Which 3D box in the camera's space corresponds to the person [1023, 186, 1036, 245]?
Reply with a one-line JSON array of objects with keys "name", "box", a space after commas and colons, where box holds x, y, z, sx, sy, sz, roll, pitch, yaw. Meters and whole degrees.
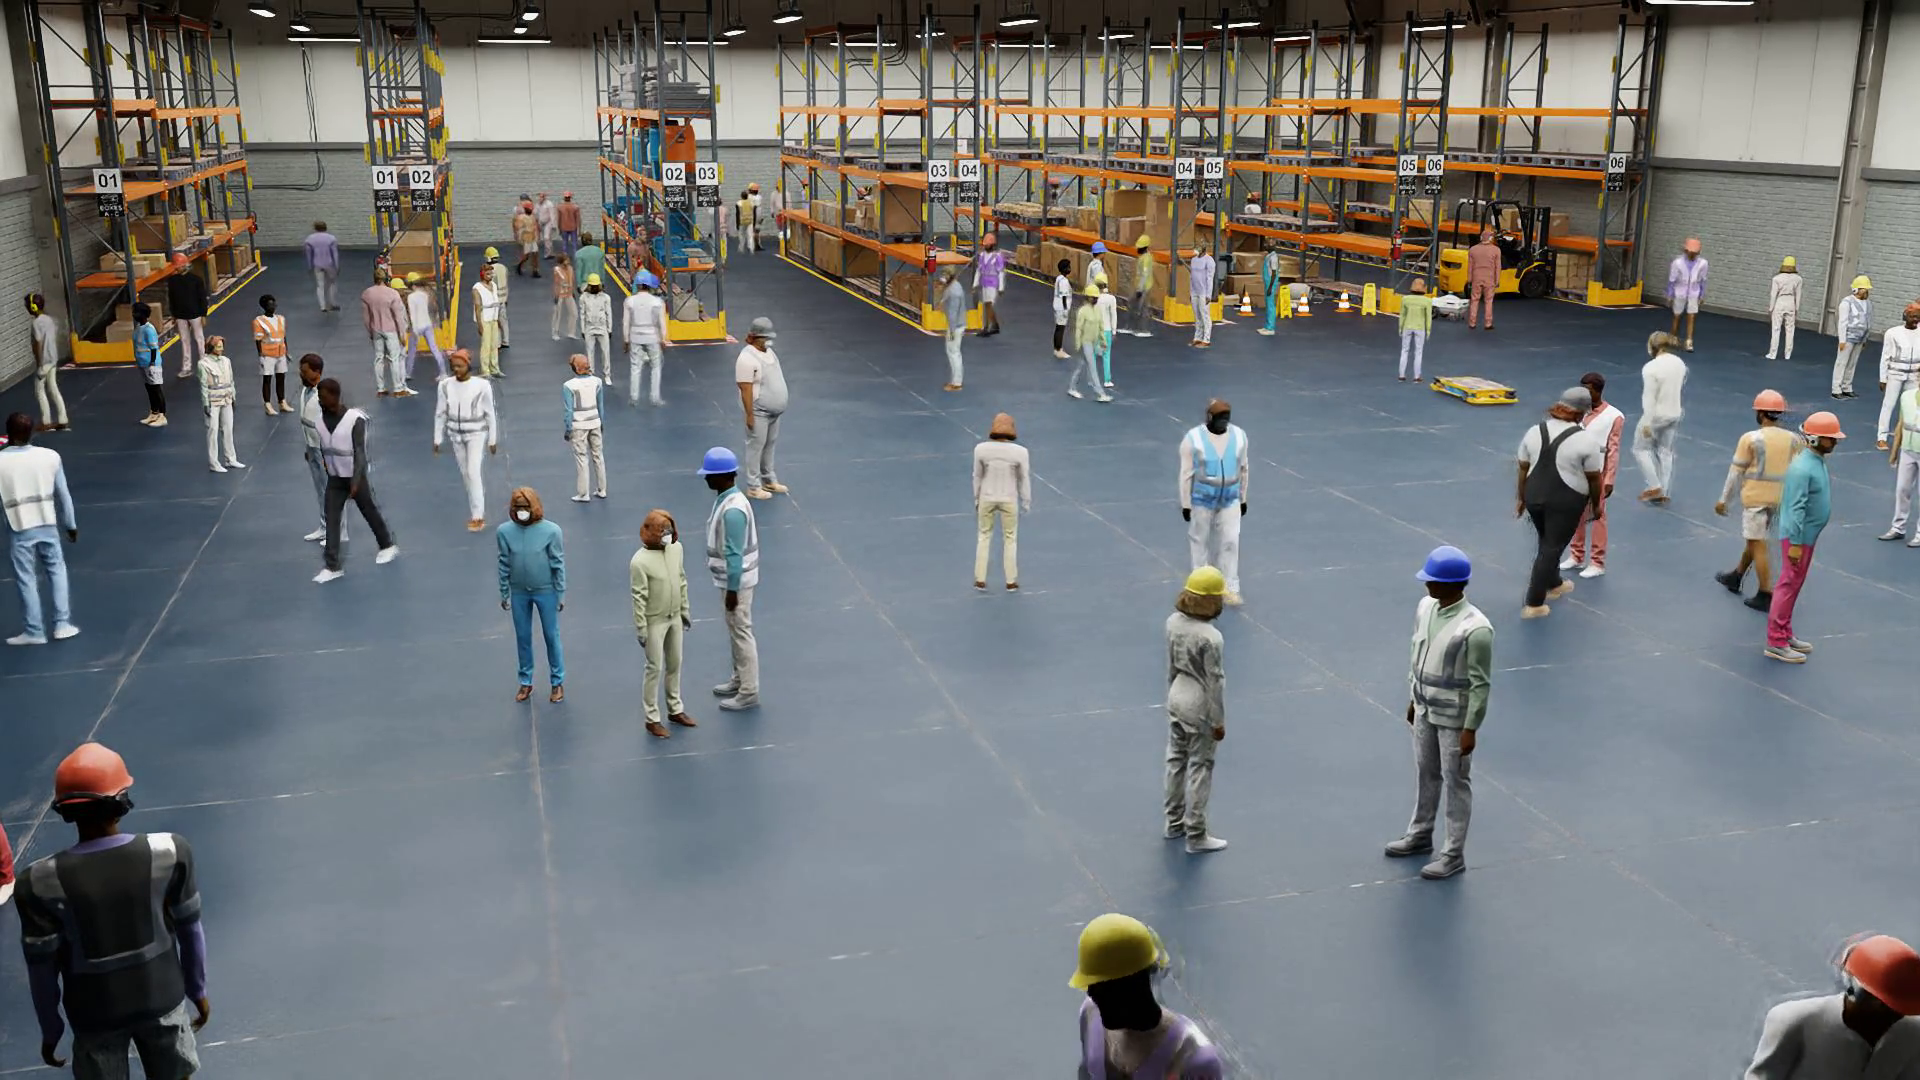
[{"name": "person", "box": [2.024, -9.423, 48.572, 0.398, 1.949, 0.604, -2, 15, -7]}]

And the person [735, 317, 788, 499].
[{"name": "person", "box": [-2.180, -1.483, 18.516, 0.535, 2.000, 0.685, 5, 16, 20]}]

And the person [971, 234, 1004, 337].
[{"name": "person", "box": [0.555, -4.779, 31.197, 0.727, 1.911, 0.558, -13, 20, -41]}]

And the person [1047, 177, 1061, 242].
[{"name": "person", "box": [2.886, -9.990, 50.560, 0.420, 2.023, 0.619, -2, 15, -7]}]

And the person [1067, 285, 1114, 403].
[{"name": "person", "box": [1.922, -2.892, 24.437, 0.929, 1.714, 0.536, 13, 20, 40]}]

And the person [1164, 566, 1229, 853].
[{"name": "person", "box": [1.407, 0.991, 9.799, 0.316, 1.732, 0.485, -8, 17, -28]}]

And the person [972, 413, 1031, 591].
[{"name": "person", "box": [0.363, -0.328, 14.972, 0.560, 1.623, 0.399, 1, 15, 5]}]

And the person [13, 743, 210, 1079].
[{"name": "person", "box": [-3.191, 1.753, 6.342, 0.609, 2.040, 0.394, -9, 18, -31]}]

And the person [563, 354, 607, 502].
[{"name": "person", "box": [-4.142, -1.235, 18.356, 0.311, 1.637, 0.522, 12, 19, 39]}]

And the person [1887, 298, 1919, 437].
[{"name": "person", "box": [12.539, -2.249, 21.772, 0.571, 1.845, 0.382, -9, 17, -31]}]

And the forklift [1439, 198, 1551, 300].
[{"name": "forklift", "box": [11.913, -6.508, 37.130, 2.313, 2.155, 1.214, -4, 15, -15]}]

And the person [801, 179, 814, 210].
[{"name": "person", "box": [-4.766, -10.290, 51.872, 0.380, 1.928, 0.543, 11, 18, 34]}]

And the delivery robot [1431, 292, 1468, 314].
[{"name": "delivery robot", "box": [9.868, -4.757, 33.505, 0.477, 0.478, 0.707, -12, 19, -39]}]

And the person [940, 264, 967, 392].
[{"name": "person", "box": [-0.103, -3.240, 25.345, 0.400, 1.928, 0.722, -1, 15, -4]}]

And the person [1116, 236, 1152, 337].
[{"name": "person", "box": [3.241, -4.723, 31.013, 0.728, 1.882, 0.617, 0, 15, -2]}]

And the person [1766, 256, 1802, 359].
[{"name": "person", "box": [14.083, -3.968, 28.439, 0.488, 1.743, 0.319, 2, 15, 9]}]

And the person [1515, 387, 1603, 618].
[{"name": "person", "box": [5.215, -0.373, 14.339, 1.023, 2.000, 0.697, -11, 18, -35]}]

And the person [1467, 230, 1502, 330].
[{"name": "person", "box": [10.108, -5.016, 32.077, 0.641, 1.905, 0.410, 9, 17, 29]}]

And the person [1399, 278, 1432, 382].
[{"name": "person", "box": [7.135, -3.284, 26.092, 0.504, 1.627, 0.289, 7, 17, 25]}]

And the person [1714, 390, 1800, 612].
[{"name": "person", "box": [6.956, -0.380, 14.628, 0.562, 1.893, 0.928, -4, 15, -15]}]

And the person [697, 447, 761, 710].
[{"name": "person", "box": [-1.676, 0.272, 12.121, 0.420, 1.937, 0.609, -4, 15, -15]}]

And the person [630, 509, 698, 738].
[{"name": "person", "box": [-2.076, 0.570, 11.595, 0.285, 1.624, 0.509, 9, 17, 31]}]

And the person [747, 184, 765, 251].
[{"name": "person", "box": [-5.961, -9.396, 48.493, 0.547, 1.938, 0.359, 13, 20, 40]}]

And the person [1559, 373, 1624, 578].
[{"name": "person", "box": [5.880, -0.619, 15.531, 0.407, 1.907, 0.598, -8, 17, -28]}]

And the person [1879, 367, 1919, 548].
[{"name": "person", "box": [9.560, -0.851, 16.530, 0.389, 1.837, 0.576, -8, 17, -26]}]

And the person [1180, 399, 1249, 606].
[{"name": "person", "box": [2.260, -0.309, 14.525, 0.654, 1.816, 0.810, -2, 15, -9]}]

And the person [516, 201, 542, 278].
[{"name": "person", "box": [-10.703, -7.447, 41.210, 0.600, 1.909, 0.547, 9, 17, 30]}]

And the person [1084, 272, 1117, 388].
[{"name": "person", "box": [2.153, -3.223, 25.588, 0.525, 1.771, 0.305, 4, 15, 14]}]

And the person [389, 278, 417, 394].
[{"name": "person", "box": [-8.435, -3.069, 25.055, 0.314, 1.744, 0.487, -10, 18, -33]}]

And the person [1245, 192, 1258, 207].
[{"name": "person", "box": [8.324, -9.074, 47.650, 0.483, 1.745, 0.299, 14, 20, 42]}]

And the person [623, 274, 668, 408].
[{"name": "person", "box": [-4.533, -2.868, 23.991, 0.656, 1.909, 0.473, 1, 15, 4]}]

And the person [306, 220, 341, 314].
[{"name": "person", "box": [-13.177, -5.673, 34.522, 0.655, 1.902, 0.879, -2, 15, -7]}]

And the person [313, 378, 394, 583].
[{"name": "person", "box": [-5.726, -0.606, 15.573, 0.598, 1.869, 1.026, 5, 16, 17]}]

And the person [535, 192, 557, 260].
[{"name": "person", "box": [-11.468, -8.663, 45.893, 0.746, 1.855, 0.889, 9, 17, 30]}]

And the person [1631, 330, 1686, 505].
[{"name": "person", "box": [7.636, -1.328, 18.187, 0.631, 1.918, 0.439, -8, 17, -27]}]

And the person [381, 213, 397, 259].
[{"name": "person", "box": [-15.832, -8.717, 46.123, 0.429, 1.844, 0.623, -9, 18, -32]}]

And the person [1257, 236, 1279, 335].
[{"name": "person", "box": [5.816, -4.778, 31.291, 0.346, 1.846, 0.505, 1, 15, 3]}]

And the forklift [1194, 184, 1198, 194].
[{"name": "forklift", "box": [7.392, -11.333, 53.972, 1.873, 2.768, 1.129, -4, 15, -15]}]

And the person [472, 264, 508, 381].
[{"name": "person", "box": [-7.473, -3.436, 26.274, 0.393, 1.832, 0.574, 4, 15, 16]}]
